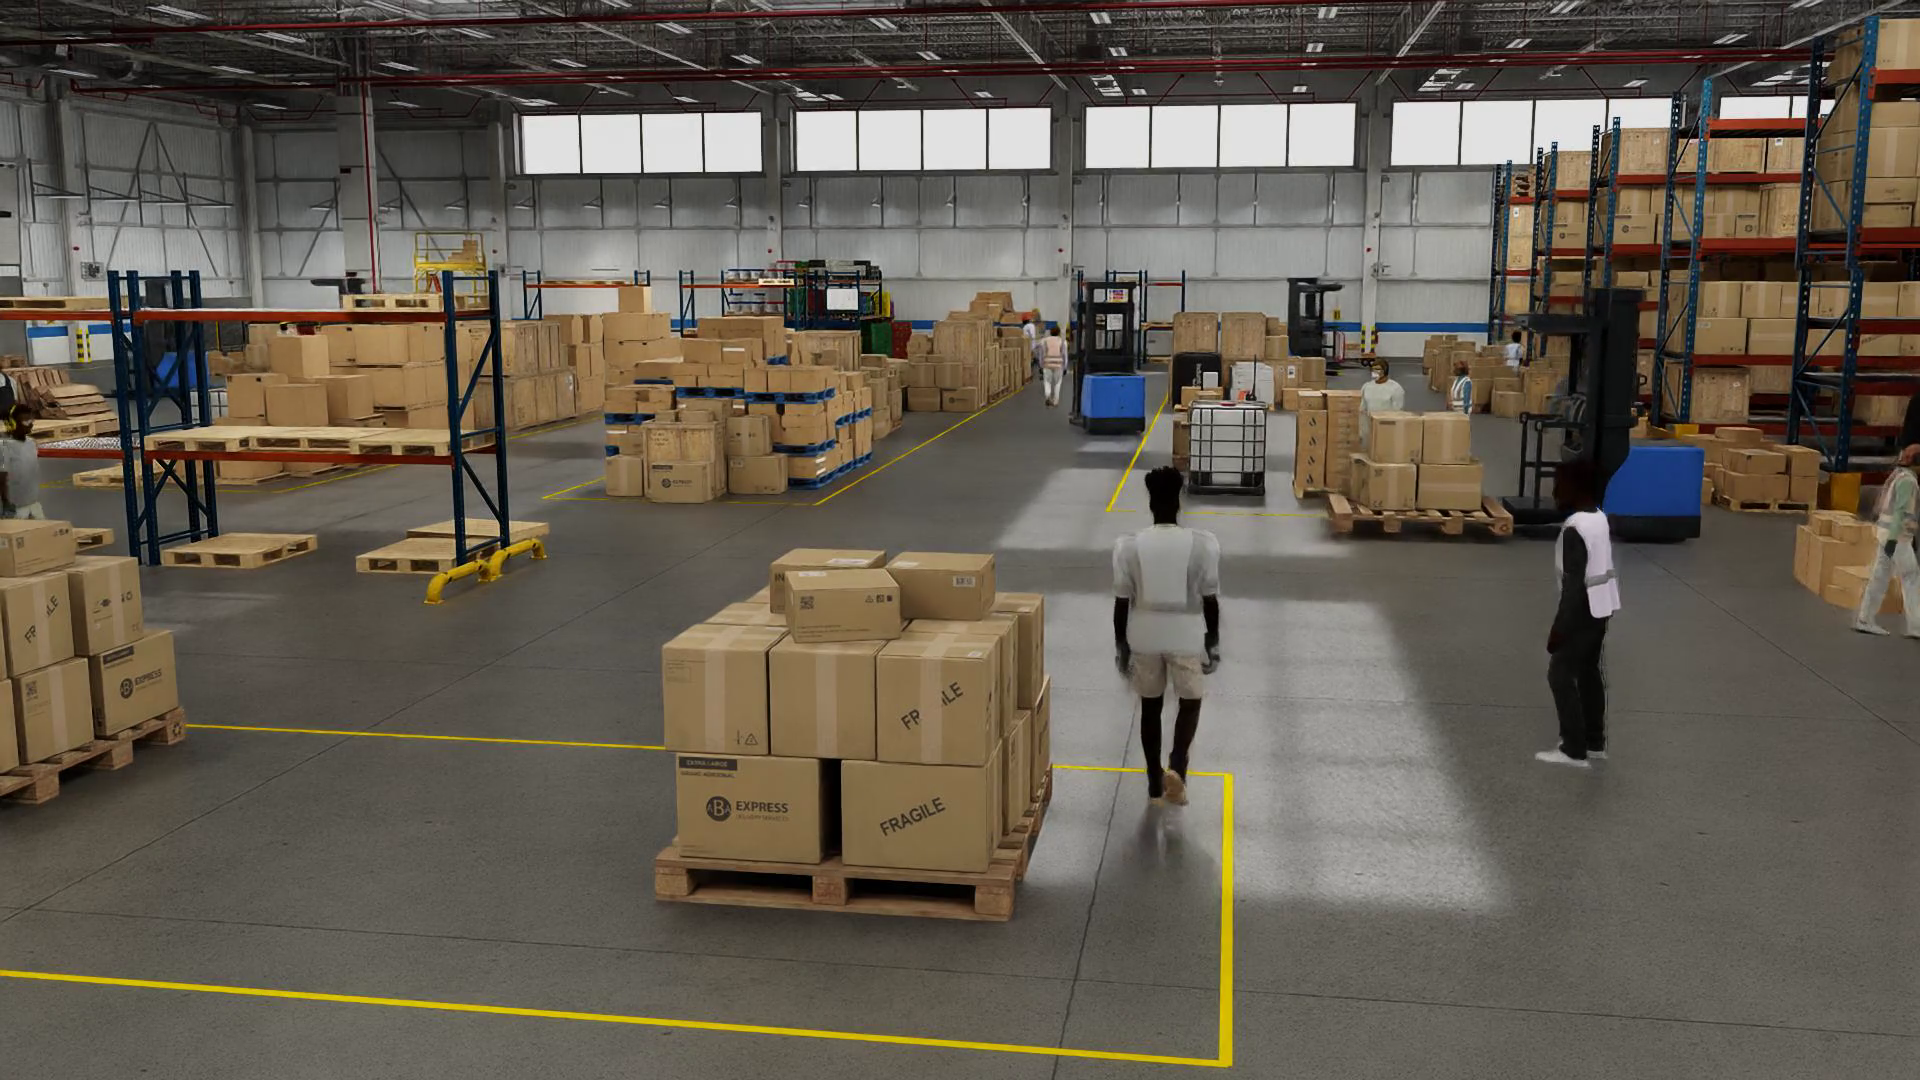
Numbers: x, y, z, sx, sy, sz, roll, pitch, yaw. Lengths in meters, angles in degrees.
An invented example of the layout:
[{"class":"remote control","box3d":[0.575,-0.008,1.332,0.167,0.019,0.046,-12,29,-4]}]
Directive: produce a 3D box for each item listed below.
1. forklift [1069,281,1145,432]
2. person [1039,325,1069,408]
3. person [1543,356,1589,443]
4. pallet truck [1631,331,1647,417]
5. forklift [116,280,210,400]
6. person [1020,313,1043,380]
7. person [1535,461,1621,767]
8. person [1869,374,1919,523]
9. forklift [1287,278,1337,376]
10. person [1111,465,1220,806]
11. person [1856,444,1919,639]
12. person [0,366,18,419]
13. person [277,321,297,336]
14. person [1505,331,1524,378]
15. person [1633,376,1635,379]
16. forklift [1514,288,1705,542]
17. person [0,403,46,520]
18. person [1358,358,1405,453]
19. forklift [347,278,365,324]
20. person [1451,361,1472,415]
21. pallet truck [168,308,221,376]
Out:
[{"class":"forklift","box3d":[2.814,-3.500,31.501,1.129,2.768,1.873,-1,9,-8]},{"class":"person","box3d":[2.076,-3.822,36.716,0.658,1.829,0.441,0,9,1]},{"class":"person","box3d":[8.341,-1.560,22.600,0.731,1.874,1.020,5,10,29]},{"class":"pallet truck","box3d":[11.253,-2.573,28.499,0.823,1.965,1.885,5,10,27]},{"class":"forklift","box3d":[-18.779,-4.726,39.059,1.873,2.768,1.129,-3,10,-16]},{"class":"person","box3d":[1.973,-5.328,45.869,0.932,1.881,0.578,7,11,36]},{"class":"person","box3d":[3.806,0.460,10.158,0.416,1.880,0.669,6,11,34]},{"class":"person","box3d":[11.422,-1.110,19.718,1.076,1.929,0.609,3,10,15]},{"class":"forklift","box3d":[9.728,-6.103,47.553,1.129,2.768,1.873,-8,12,-39]},{"class":"person","box3d":[1.144,0.559,9.296,0.615,1.952,0.545,2,9,13]},{"class":"person","box3d":[7.825,0.017,13.704,0.732,1.599,0.579,4,10,26]},{"class":"person","box3d":[-12.571,-1.492,21.697,0.536,2.000,0.683,7,11,36]},{"class":"person","box3d":[-16.995,-4.717,42.042,0.588,1.891,0.455,4,10,25]},{"class":"person","box3d":[12.629,-3.942,37.989,0.851,1.660,0.539,-5,11,-31]},{"class":"person","box3d":[8.437,-1.406,21.704,0.577,1.872,0.978,-1,9,-3]},{"class":"forklift","box3d":[7.381,-1.450,18.856,1.873,2.768,1.129,1,9,9]},{"class":"person","box3d":[-8.597,-0.328,15.155,0.781,1.849,0.528,1,9,8]},{"class":"person","box3d":[5.308,-1.332,21.022,0.359,1.938,0.632,-8,12,-39]},{"class":"forklift","box3d":[-15.807,-5.468,43.636,1.873,2.768,1.129,-3,10,-17]},{"class":"person","box3d":[7.829,-1.983,25.987,0.320,1.631,0.524,-1,9,-5]},{"class":"pallet truck","box3d":[-21.869,-5.598,47.154,0.823,1.965,1.885,4,10,26]}]
